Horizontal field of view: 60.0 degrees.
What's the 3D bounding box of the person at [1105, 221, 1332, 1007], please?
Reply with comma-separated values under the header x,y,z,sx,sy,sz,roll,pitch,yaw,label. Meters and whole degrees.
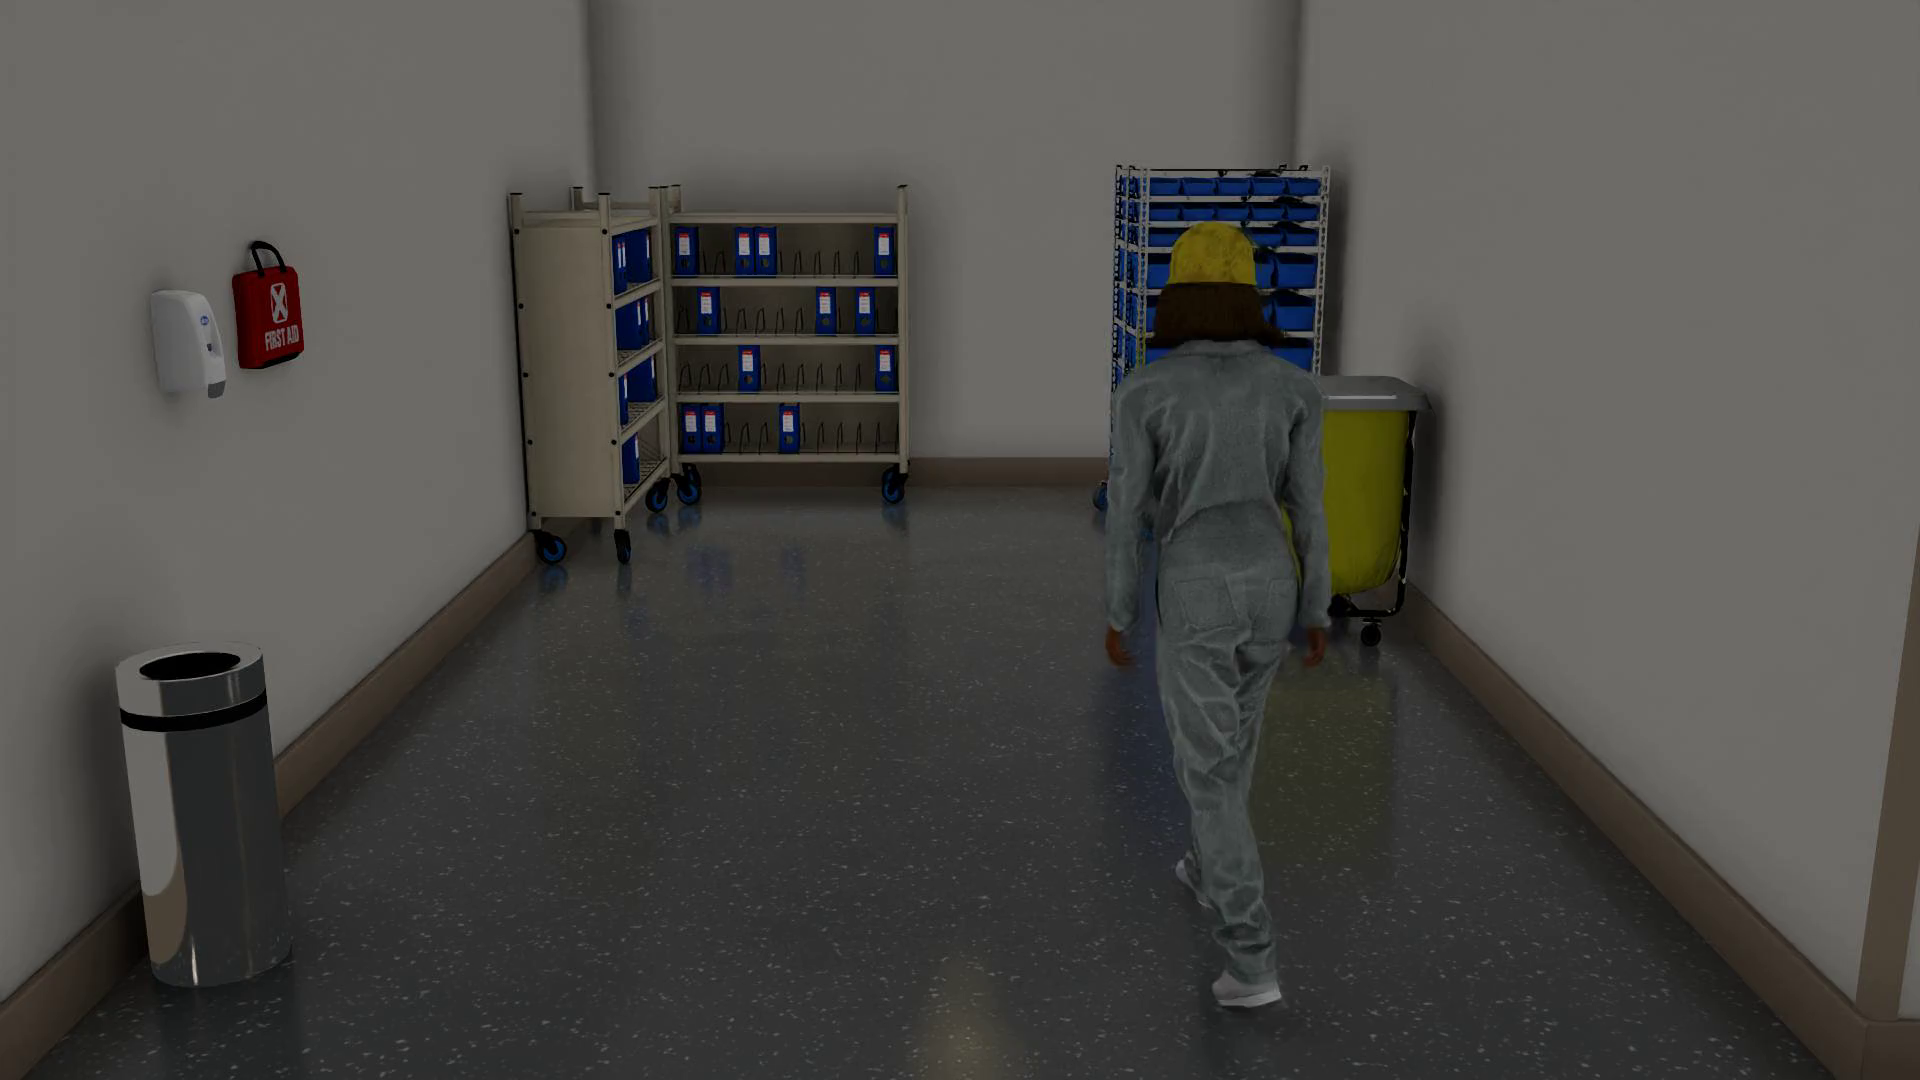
x,y,z,sx,sy,sz,roll,pitch,yaw,label
0.600,0.153,3.699,0.499,1.692,0.844,-3,14,-13,person
